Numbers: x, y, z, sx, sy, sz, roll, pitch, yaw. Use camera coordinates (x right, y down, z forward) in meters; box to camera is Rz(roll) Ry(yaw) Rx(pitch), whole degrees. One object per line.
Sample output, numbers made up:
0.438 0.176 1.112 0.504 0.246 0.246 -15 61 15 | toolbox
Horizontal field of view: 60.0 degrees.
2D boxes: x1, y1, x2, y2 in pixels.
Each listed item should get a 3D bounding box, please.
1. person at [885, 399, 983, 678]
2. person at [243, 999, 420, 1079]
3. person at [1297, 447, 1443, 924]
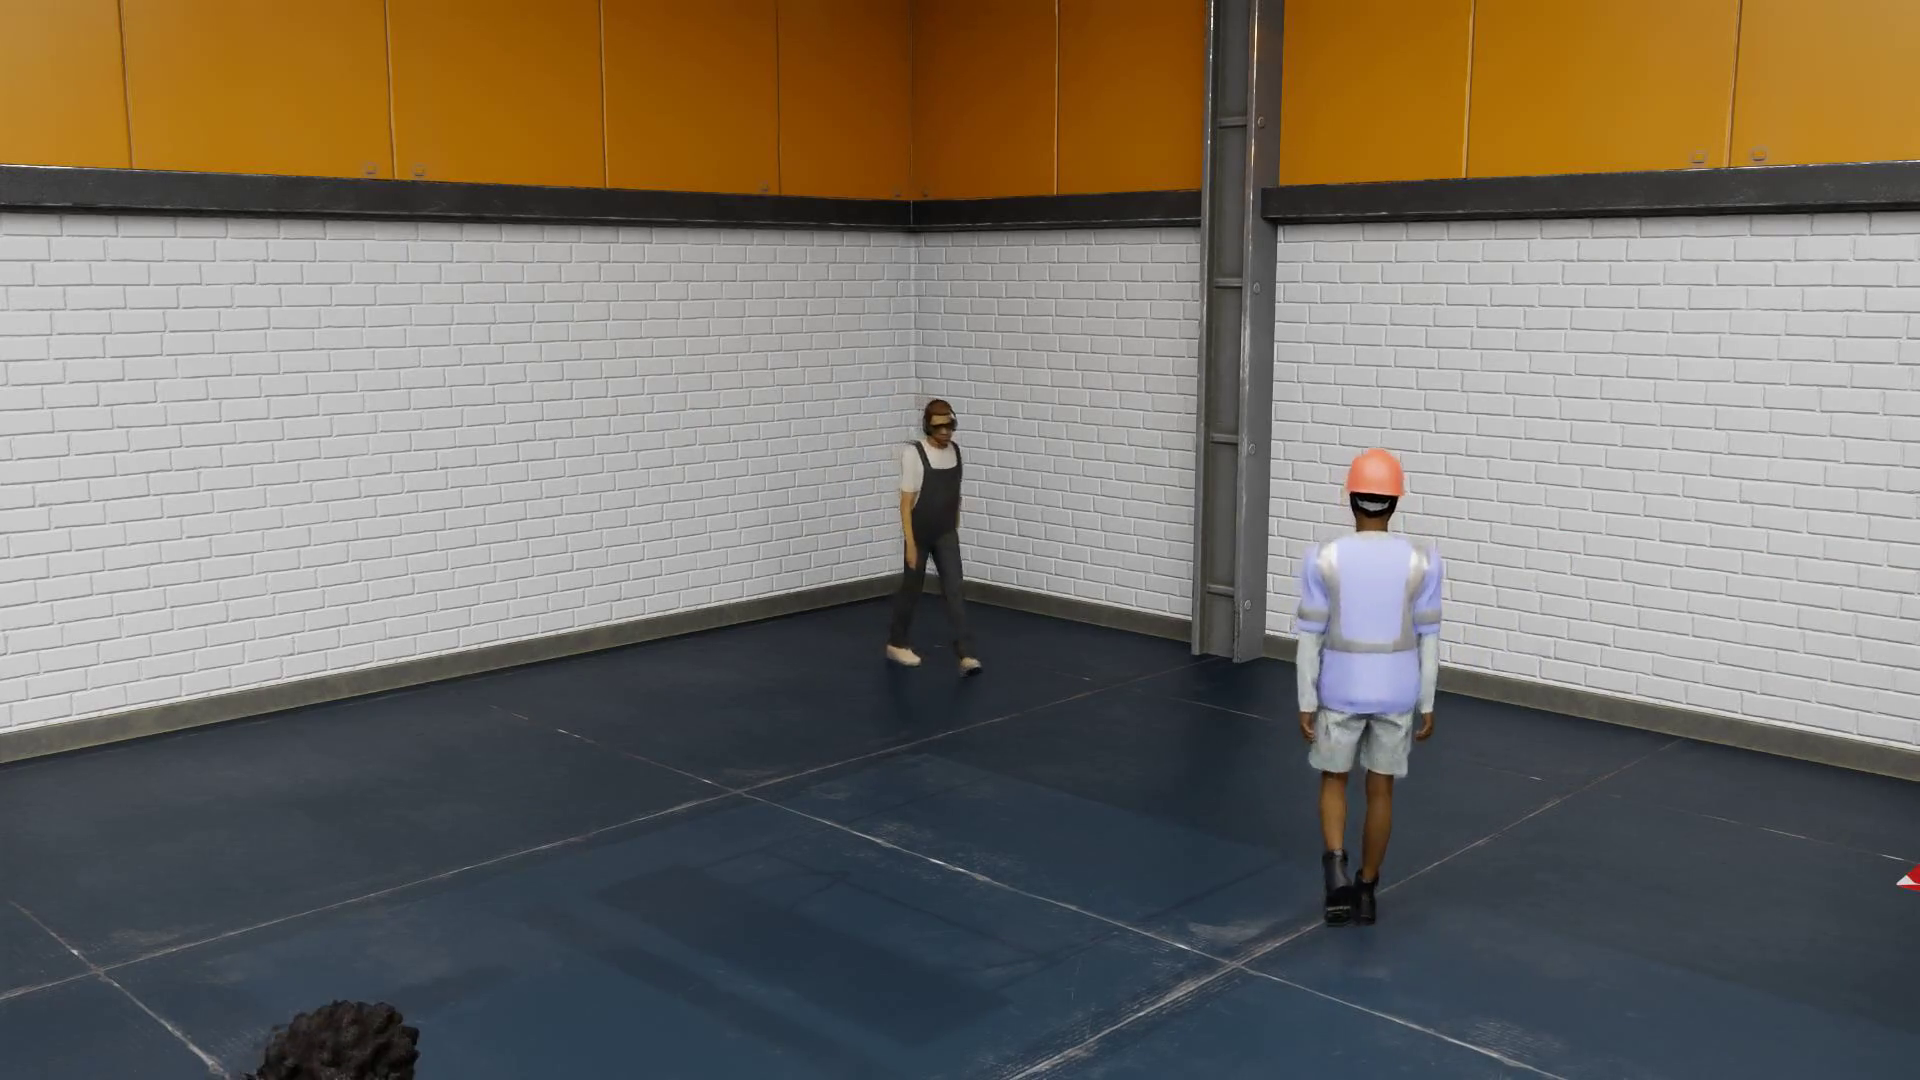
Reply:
-0.168 -0.016 10.673 0.552 1.784 0.991 -6 11 -33 | person
-0.805 1.425 2.142 0.538 1.684 0.584 6 11 34 | person
1.590 0.602 6.492 0.550 1.921 0.569 2 9 11 | person
